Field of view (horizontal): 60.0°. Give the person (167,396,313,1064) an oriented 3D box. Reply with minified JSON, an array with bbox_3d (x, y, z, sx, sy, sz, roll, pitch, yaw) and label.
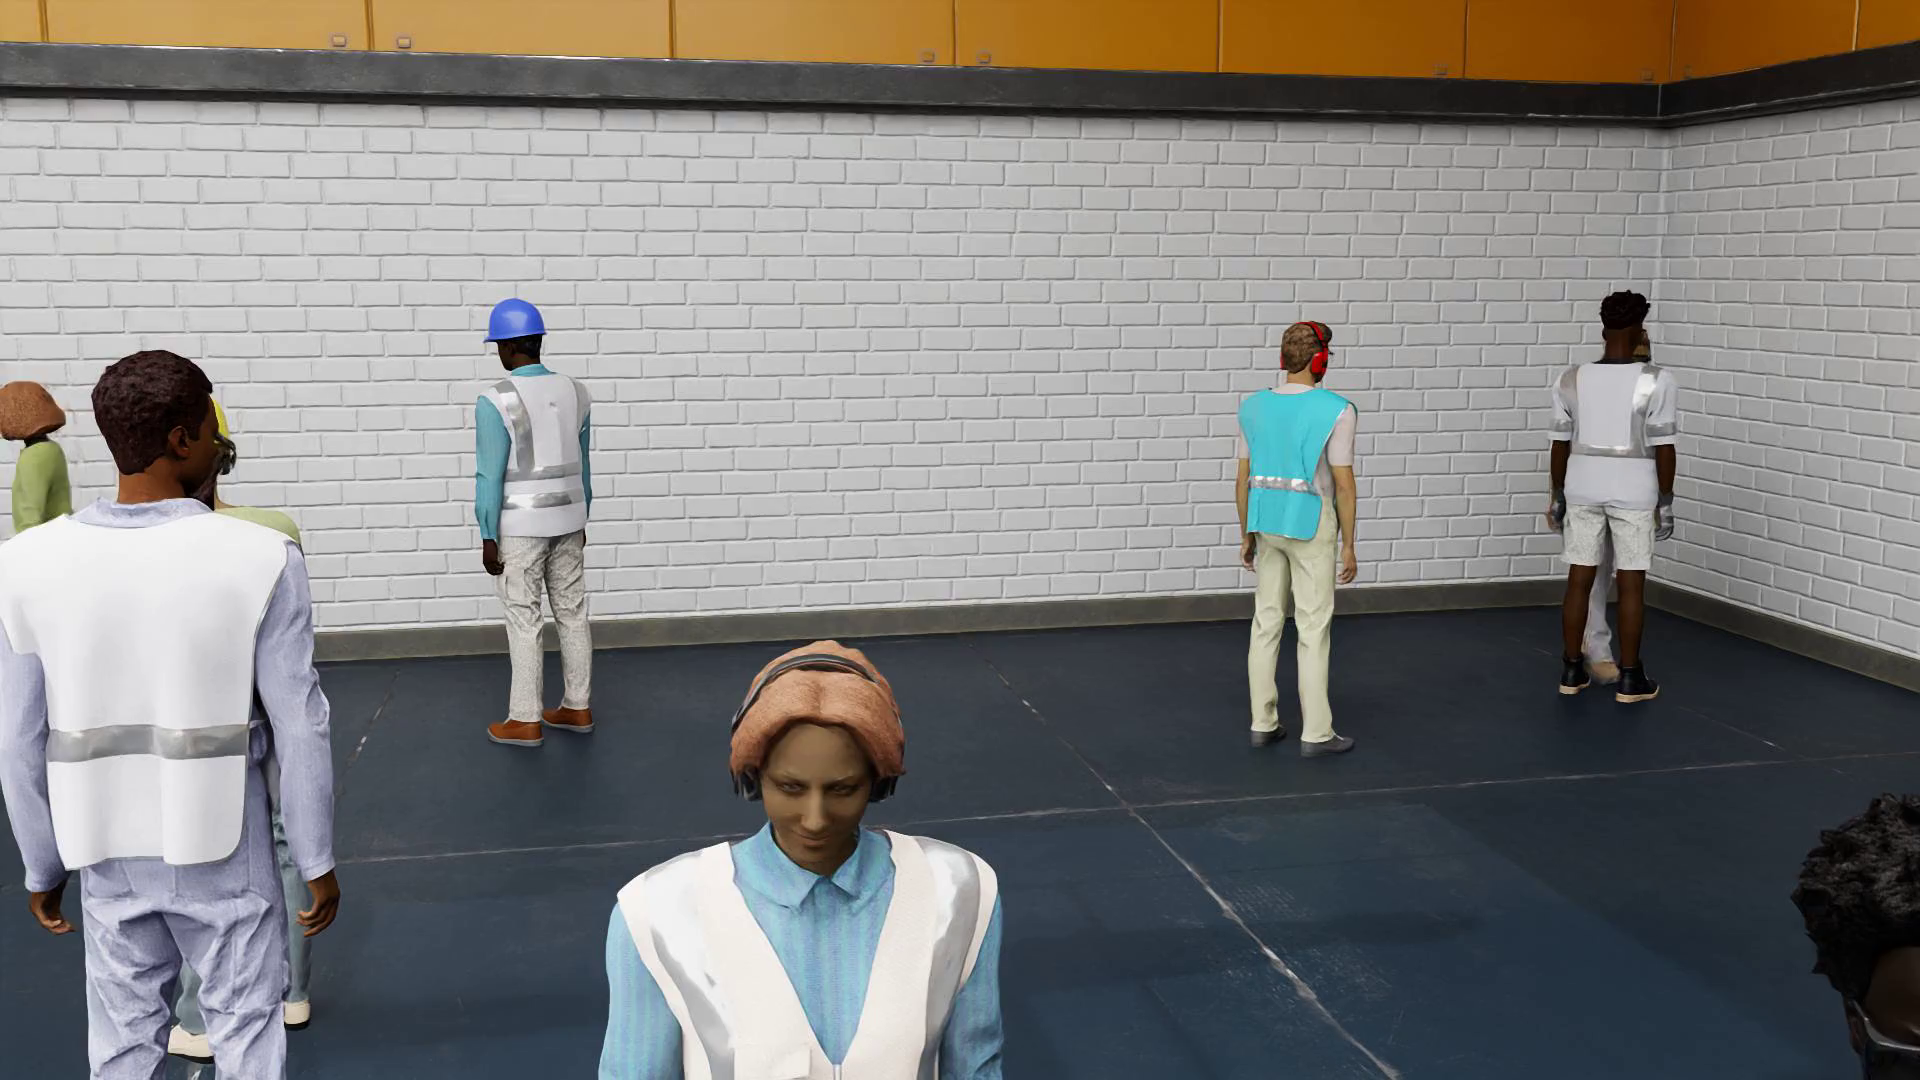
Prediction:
[{"bbox_3d":[-1.971,0.482,4.379,0.311,1.766,0.533,8,12,41],"label":"person"}]

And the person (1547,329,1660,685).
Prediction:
[{"bbox_3d":[3.310,-0.199,8.511,0.534,1.783,0.914,1,9,6],"label":"person"}]

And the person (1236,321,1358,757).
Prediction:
[{"bbox_3d":[1.419,-0.002,7.078,0.564,1.847,0.396,9,13,44],"label":"person"}]

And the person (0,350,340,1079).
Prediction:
[{"bbox_3d":[-1.510,0.600,3.202,0.597,1.914,0.370,-1,9,-3],"label":"person"}]

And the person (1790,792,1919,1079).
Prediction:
[{"bbox_3d":[0.720,1.018,1.317,0.541,1.696,0.315,2,10,15],"label":"person"}]

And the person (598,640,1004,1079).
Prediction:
[{"bbox_3d":[-0.181,0.926,2.057,0.514,1.639,0.310,-3,10,-18],"label":"person"}]

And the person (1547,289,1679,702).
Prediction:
[{"bbox_3d":[3.125,-0.209,7.973,0.600,1.967,0.369,8,12,40],"label":"person"}]

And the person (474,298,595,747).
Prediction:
[{"bbox_3d":[-1.856,-0.073,7.243,0.417,1.939,0.605,7,11,35],"label":"person"}]
